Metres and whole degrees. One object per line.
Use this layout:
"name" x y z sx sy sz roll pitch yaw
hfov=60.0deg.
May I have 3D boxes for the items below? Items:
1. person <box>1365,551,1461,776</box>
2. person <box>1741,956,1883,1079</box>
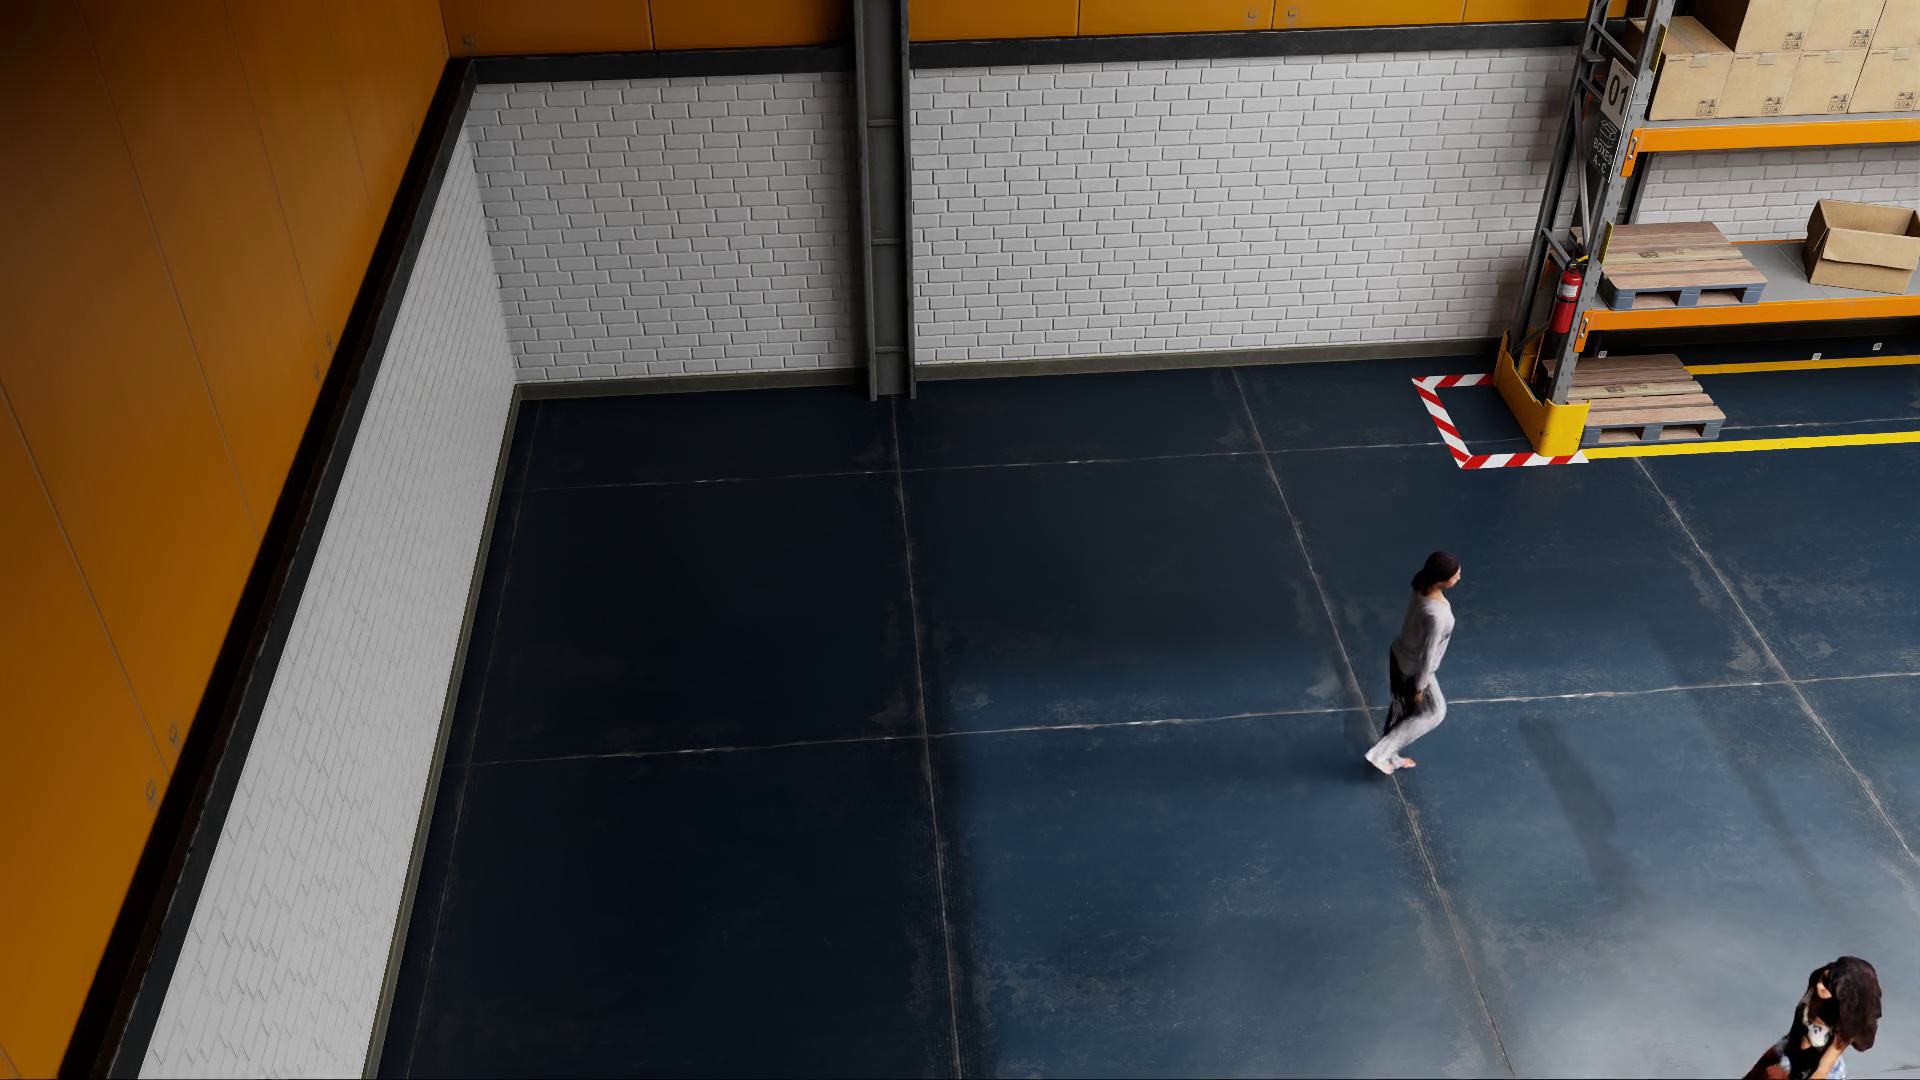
"person" 2.744 0.783 10.329 0.668 1.762 0.586 -2 39 -3
"person" 4.245 2.604 8.185 0.958 1.593 0.610 -1 39 -1
